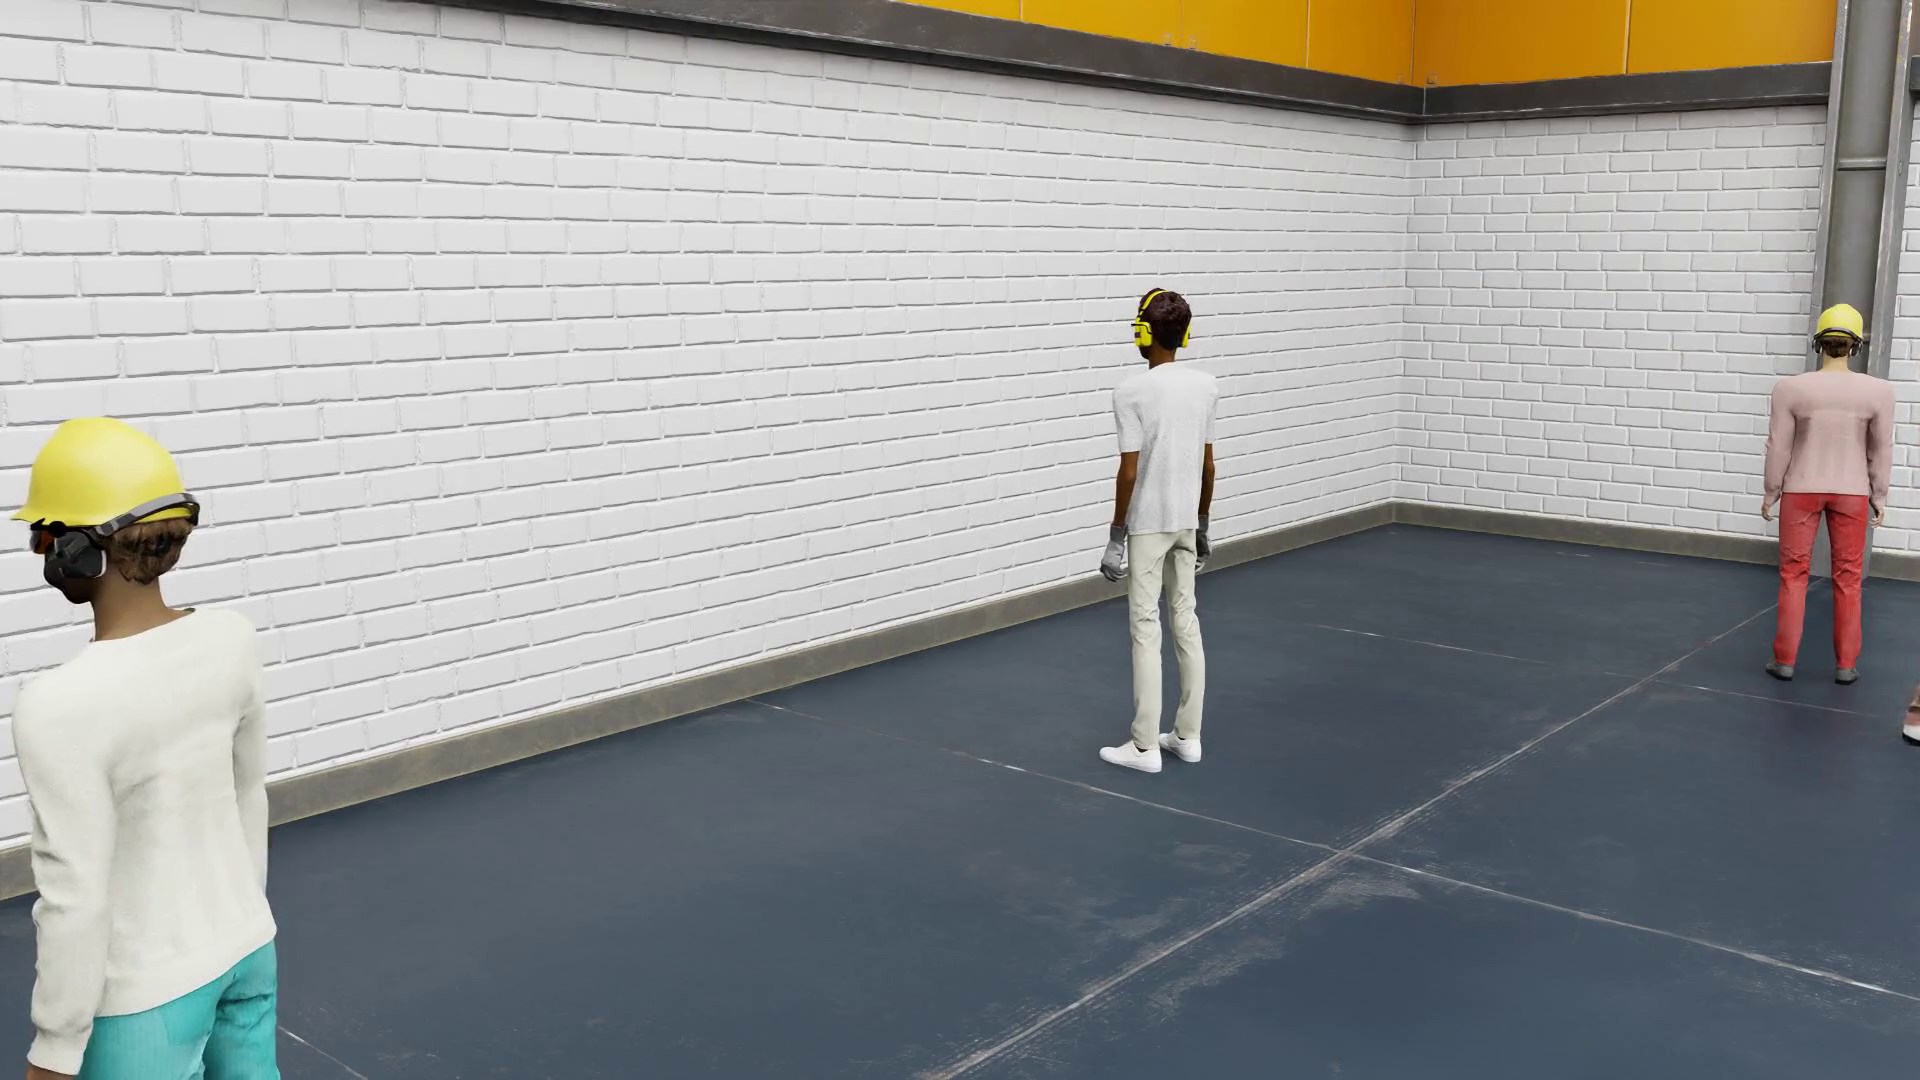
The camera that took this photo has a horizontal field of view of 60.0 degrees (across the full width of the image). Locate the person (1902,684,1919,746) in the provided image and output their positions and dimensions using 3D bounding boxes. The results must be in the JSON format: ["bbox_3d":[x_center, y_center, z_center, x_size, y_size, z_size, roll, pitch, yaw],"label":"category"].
[{"bbox_3d":[4.263,-0.027,6.447,0.998,1.849,0.673,7,12,35],"label":"person"}]

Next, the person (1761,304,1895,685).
[{"bbox_3d":[4.027,-0.209,7.755,0.533,1.767,0.326,4,11,20],"label":"person"}]

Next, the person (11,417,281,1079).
[{"bbox_3d":[-1.280,0.688,2.645,0.316,1.769,0.523,2,10,10],"label":"person"}]

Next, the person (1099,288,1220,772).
[{"bbox_3d":[0.769,-0.034,6.460,0.507,1.872,0.329,-7,12,-33],"label":"person"}]
